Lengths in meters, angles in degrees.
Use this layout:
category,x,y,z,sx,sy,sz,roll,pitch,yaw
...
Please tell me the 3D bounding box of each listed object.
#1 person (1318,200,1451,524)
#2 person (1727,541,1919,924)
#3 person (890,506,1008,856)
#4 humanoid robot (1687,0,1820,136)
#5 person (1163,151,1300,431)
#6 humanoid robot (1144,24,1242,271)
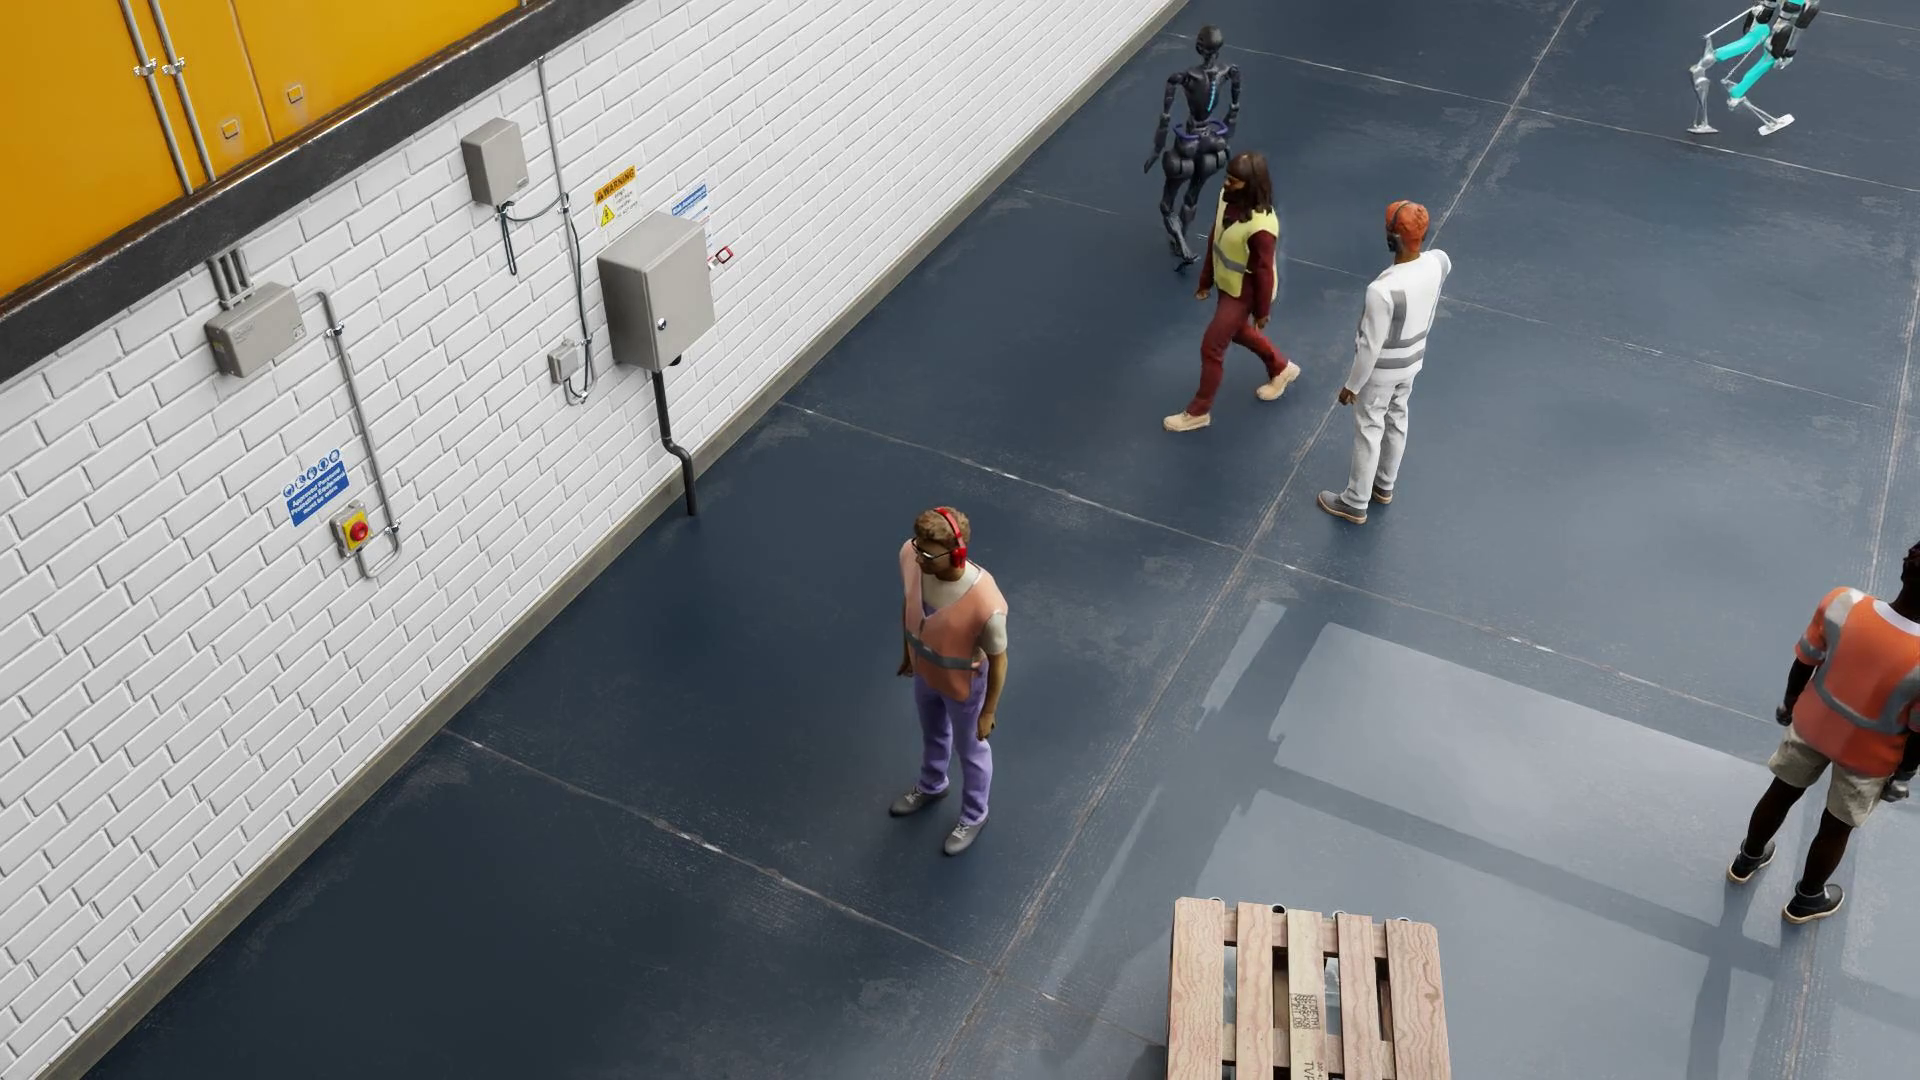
category,x,y,z,sx,sy,sz,roll,pitch,yaw
person,2.210,-0.911,8.656,0.573,1.887,0.355,-29,49,-30
person,3.555,0.769,6.649,0.372,1.965,0.606,-24,46,-25
person,-0.028,0.574,6.965,0.393,1.846,0.562,-32,50,-31
humanoid robot,5.684,-3.597,11.879,1.039,1.734,0.550,-10,42,-11
person,1.631,-1.417,9.360,0.854,1.735,0.464,-10,42,-11
humanoid robot,1.508,-2.512,10.686,0.601,1.639,0.518,-13,42,-15
